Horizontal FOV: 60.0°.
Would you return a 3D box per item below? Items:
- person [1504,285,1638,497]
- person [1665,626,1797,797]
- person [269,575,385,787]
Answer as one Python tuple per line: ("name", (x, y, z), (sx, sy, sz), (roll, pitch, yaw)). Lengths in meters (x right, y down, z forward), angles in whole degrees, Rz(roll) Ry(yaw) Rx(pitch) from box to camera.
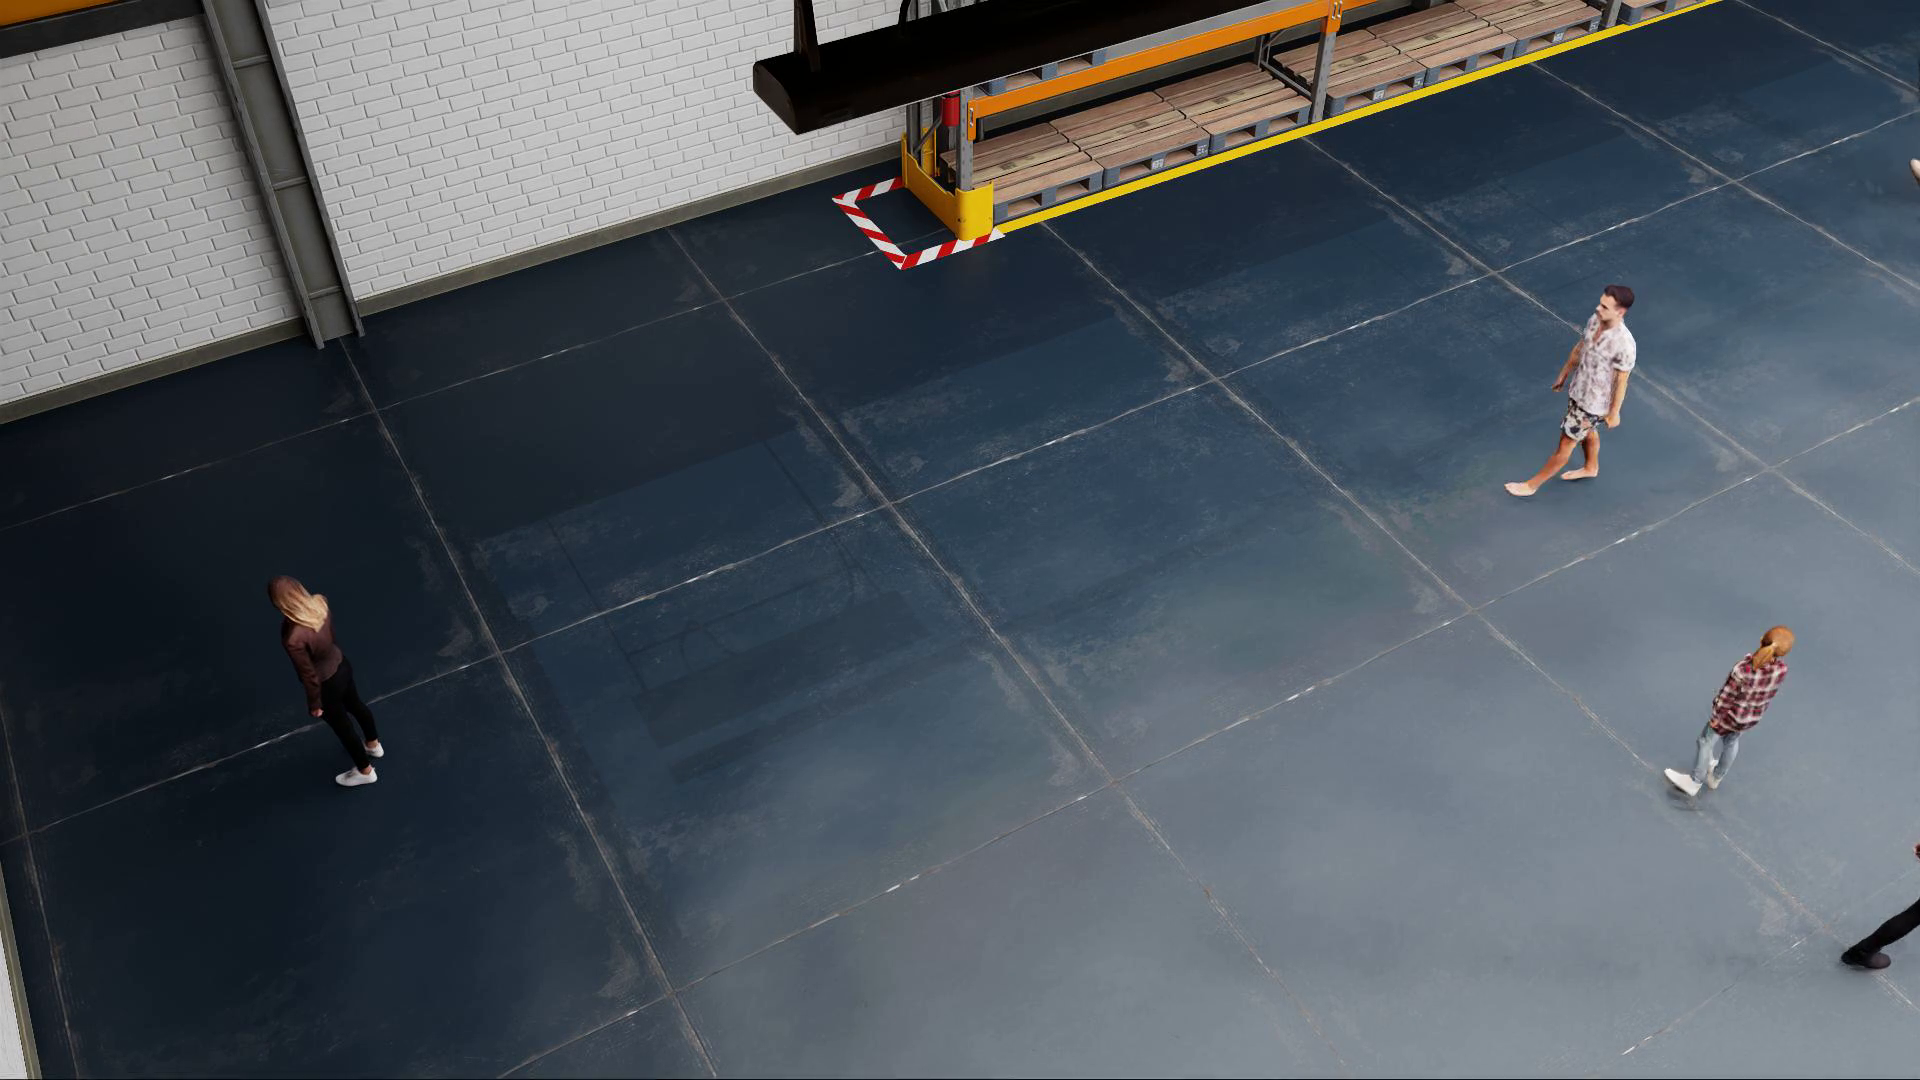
("person", (4.609, -1.056, 11.890), (1.161, 1.784, 0.949), (-6, 44, -6))
("person", (4.696, 1.060, 10.034), (0.608, 1.280, 0.772), (-15, 46, -15))
("person", (-3.781, 0.832, 9.967), (0.687, 1.702, 0.672), (3, 44, 3))
